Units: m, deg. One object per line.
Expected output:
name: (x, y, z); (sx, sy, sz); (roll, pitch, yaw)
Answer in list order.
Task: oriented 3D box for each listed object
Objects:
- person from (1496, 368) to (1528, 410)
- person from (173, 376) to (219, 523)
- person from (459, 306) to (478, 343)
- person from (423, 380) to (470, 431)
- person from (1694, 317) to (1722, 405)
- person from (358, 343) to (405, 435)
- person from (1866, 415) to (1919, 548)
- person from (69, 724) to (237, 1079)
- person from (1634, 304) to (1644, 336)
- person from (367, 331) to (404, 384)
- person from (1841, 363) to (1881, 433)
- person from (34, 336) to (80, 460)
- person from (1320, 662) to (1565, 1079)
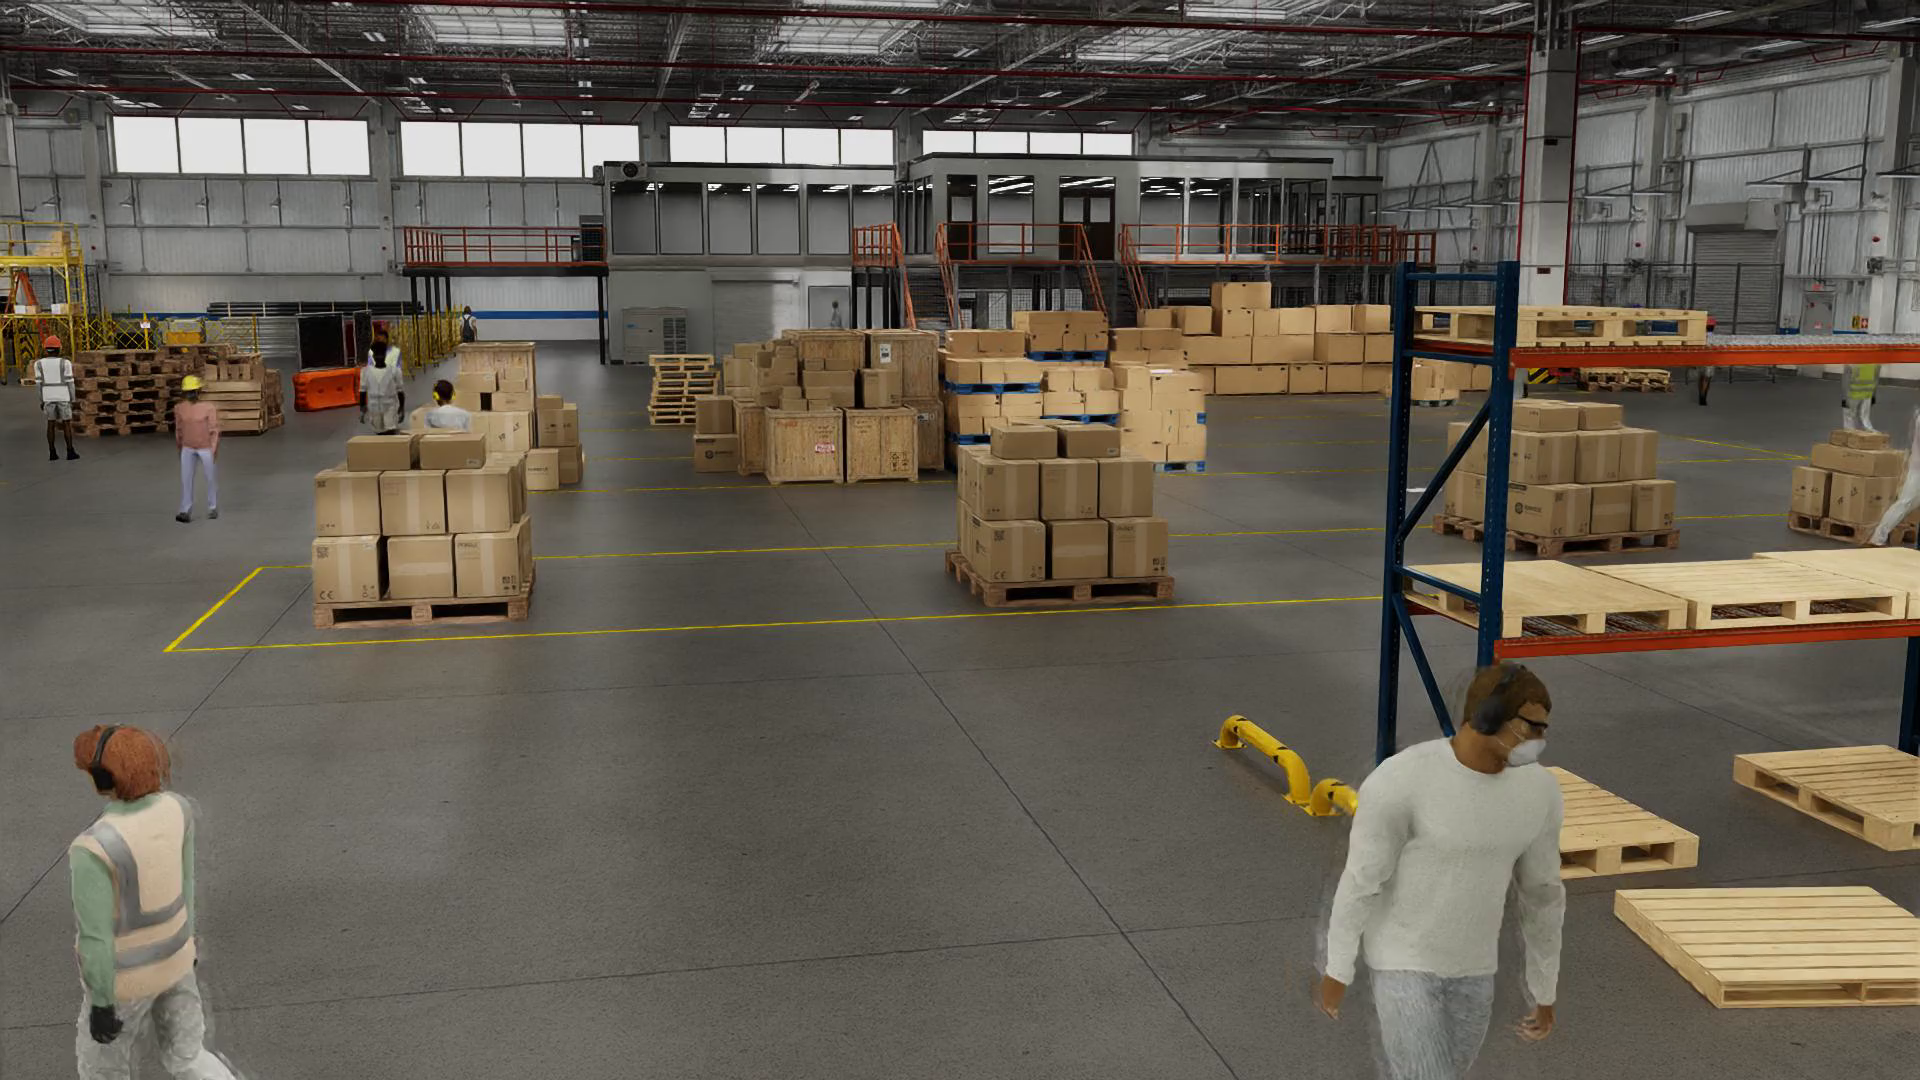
person: (8.350, -2.050, 25.268); (0.518, 1.850, 0.743); (-3, 10, -16)
person: (-8.994, -1.059, 19.577); (0.538, 1.720, 0.891); (-1, 9, -5)
person: (-14.803, -6.125, 50.104); (0.520, 1.844, 0.331); (0, 9, -2)
person: (-5.456, -0.794, 17.708); (0.542, 1.821, 0.982); (-8, 12, -40)
person: (16.390, -3.911, 36.420); (0.548, 1.900, 0.862); (7, 12, 38)
person: (-8.294, -1.853, 23.805); (0.607, 1.920, 0.958); (-1, 9, -5)
person: (9.834, -0.688, 16.886); (0.629, 1.886, 1.084); (-7, 12, -37)
person: (-2.514, 1.357, 5.216); (0.745, 1.610, 0.523); (2, 10, 12)
person: (20.383, -6.169, 50.230); (0.630, 1.895, 1.028); (-2, 9, -10)
person: (-10.393, -2.843, 30.048); (0.615, 1.861, 1.025); (-1, 9, -6)
person: (14.705, -2.354, 27.180); (0.641, 1.828, 0.579); (-1, 9, -4)
person: (-14.078, -2.205, 25.930); (0.545, 1.938, 0.360); (-2, 10, -13)
person: (1.418, 1.268, 4.866); (0.672, 1.898, 0.524); (-3, 10, -20)
